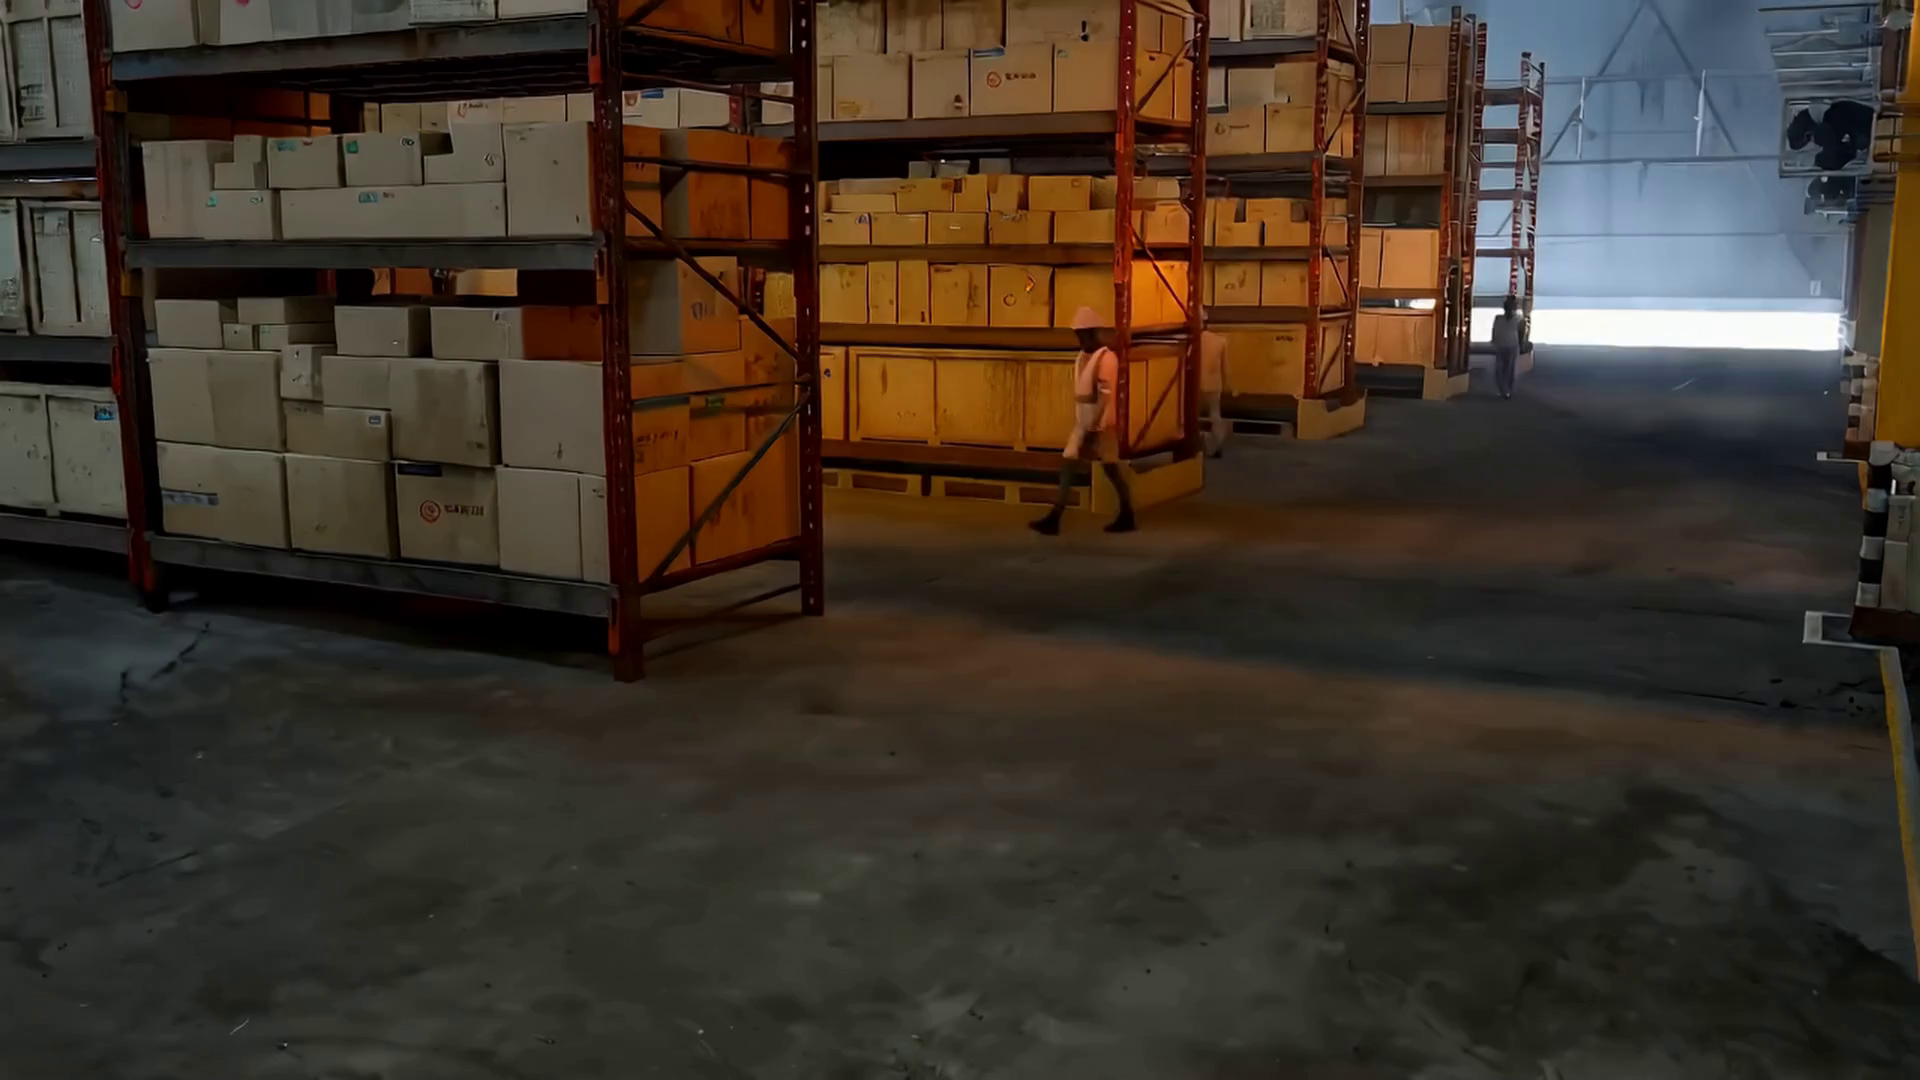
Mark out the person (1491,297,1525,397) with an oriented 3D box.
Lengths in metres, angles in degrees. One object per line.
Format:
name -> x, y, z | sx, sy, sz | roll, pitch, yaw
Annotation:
person -> 8.945, -3.152, 27.141 | 0.511, 1.616, 0.624 | 4, 11, 23

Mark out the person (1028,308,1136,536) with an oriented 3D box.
person -> 1.056, -0.963, 13.706 | 0.996, 1.884, 0.547 | -6, 12, -32

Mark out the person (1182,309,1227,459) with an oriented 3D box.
person -> 2.780, -1.787, 19.007 | 0.577, 1.701, 0.914 | -3, 10, -14
